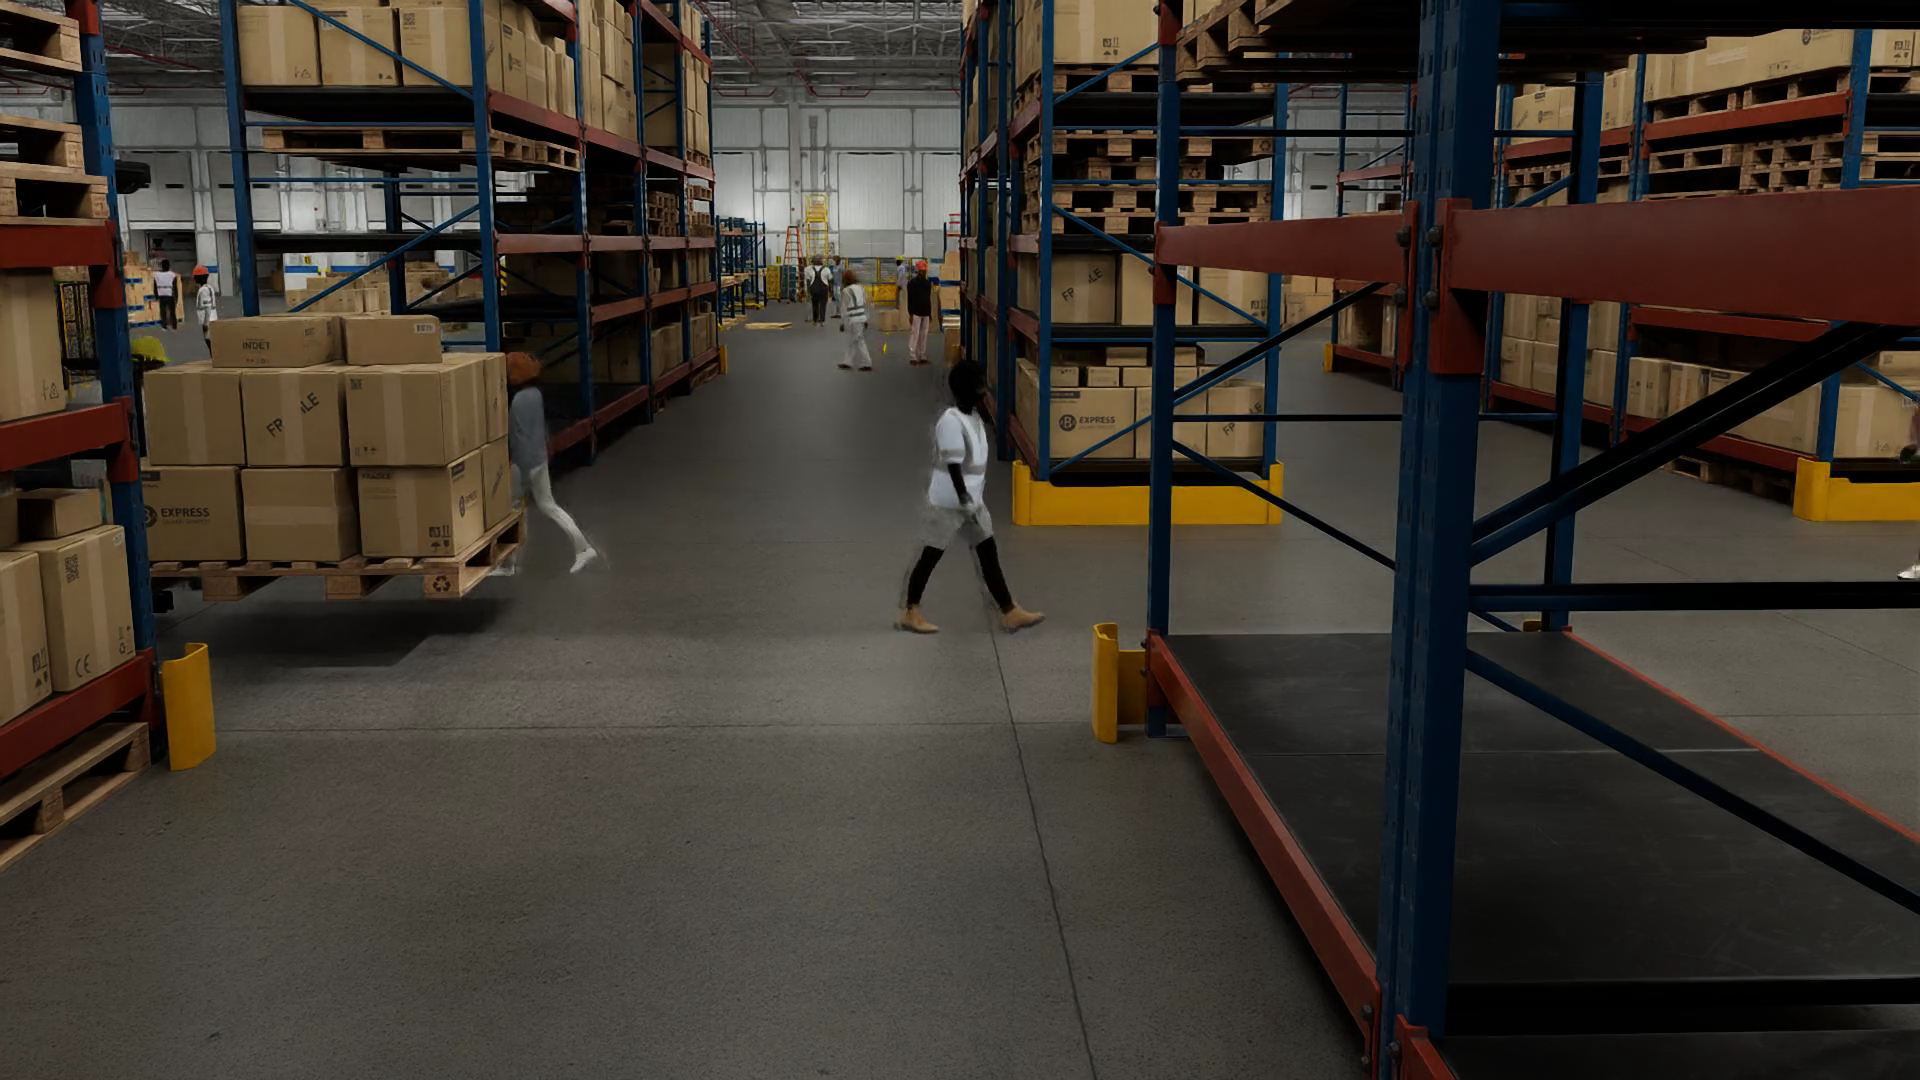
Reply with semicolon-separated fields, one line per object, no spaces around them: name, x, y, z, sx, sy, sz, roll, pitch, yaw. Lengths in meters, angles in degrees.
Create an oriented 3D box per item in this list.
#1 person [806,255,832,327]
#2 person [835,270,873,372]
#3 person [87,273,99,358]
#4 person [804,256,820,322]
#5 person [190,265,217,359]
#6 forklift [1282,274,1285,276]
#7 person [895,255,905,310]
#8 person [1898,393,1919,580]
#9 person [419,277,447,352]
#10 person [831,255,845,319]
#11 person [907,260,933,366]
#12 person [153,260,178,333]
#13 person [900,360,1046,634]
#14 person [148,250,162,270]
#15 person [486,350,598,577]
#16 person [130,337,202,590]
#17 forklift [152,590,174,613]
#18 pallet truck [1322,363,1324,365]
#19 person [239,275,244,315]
person;-3.902;-6.932;46.077;0.685;2.000;1.031;0;10;2
person;-1.948;-3.938;29.972;0.865;1.828;0.602;5;11;25
person;-16.117;-4.190;31.133;0.651;1.912;0.576;1;10;7
person;-4.239;-7.290;48.429;0.640;1.930;0.417;-3;11;-14
person;-13.227;-3.842;29.151;0.375;1.935;0.551;-3;11;-18
forklift;12.240;-10.302;62.509;1.129;2.768;1.873;0;10;-2
person;-1.944;-8.563;55.536;0.681;1.904;0.596;0;10;1
person;7.003;-0.664;11.644;0.920;1.870;0.640;-2;10;-12
person;-10.712;-4.509;33.716;0.503;1.624;0.527;6;12;30
person;-3.714;-7.725;50.798;0.370;1.934;0.627;-6;12;-29
person;-0.740;-4.290;31.489;0.396;1.992;0.622;9;13;41
person;-20.594;-6.317;43.143;0.600;1.877;0.993;-3;11;-14
person;0.036;-0.235;9.845;0.887;1.646;0.548;5;11;25
person;-32.721;-10.726;67.378;0.672;1.975;0.646;3;11;15
person;-2.956;-0.529;11.640;0.784;1.601;0.516;1;10;5
person;-5.444;-0.500;11.136;0.908;1.722;0.539;-1;10;-7
forklift;-5.858;-0.811;9.639;1.873;2.768;1.129;-1;10;-3
pallet truck;7.712;-4.157;30.737;1.885;1.965;0.823;3;11;16
person;-22.606;-8.039;52.824;0.711;1.838;0.503;-2;10;-9
